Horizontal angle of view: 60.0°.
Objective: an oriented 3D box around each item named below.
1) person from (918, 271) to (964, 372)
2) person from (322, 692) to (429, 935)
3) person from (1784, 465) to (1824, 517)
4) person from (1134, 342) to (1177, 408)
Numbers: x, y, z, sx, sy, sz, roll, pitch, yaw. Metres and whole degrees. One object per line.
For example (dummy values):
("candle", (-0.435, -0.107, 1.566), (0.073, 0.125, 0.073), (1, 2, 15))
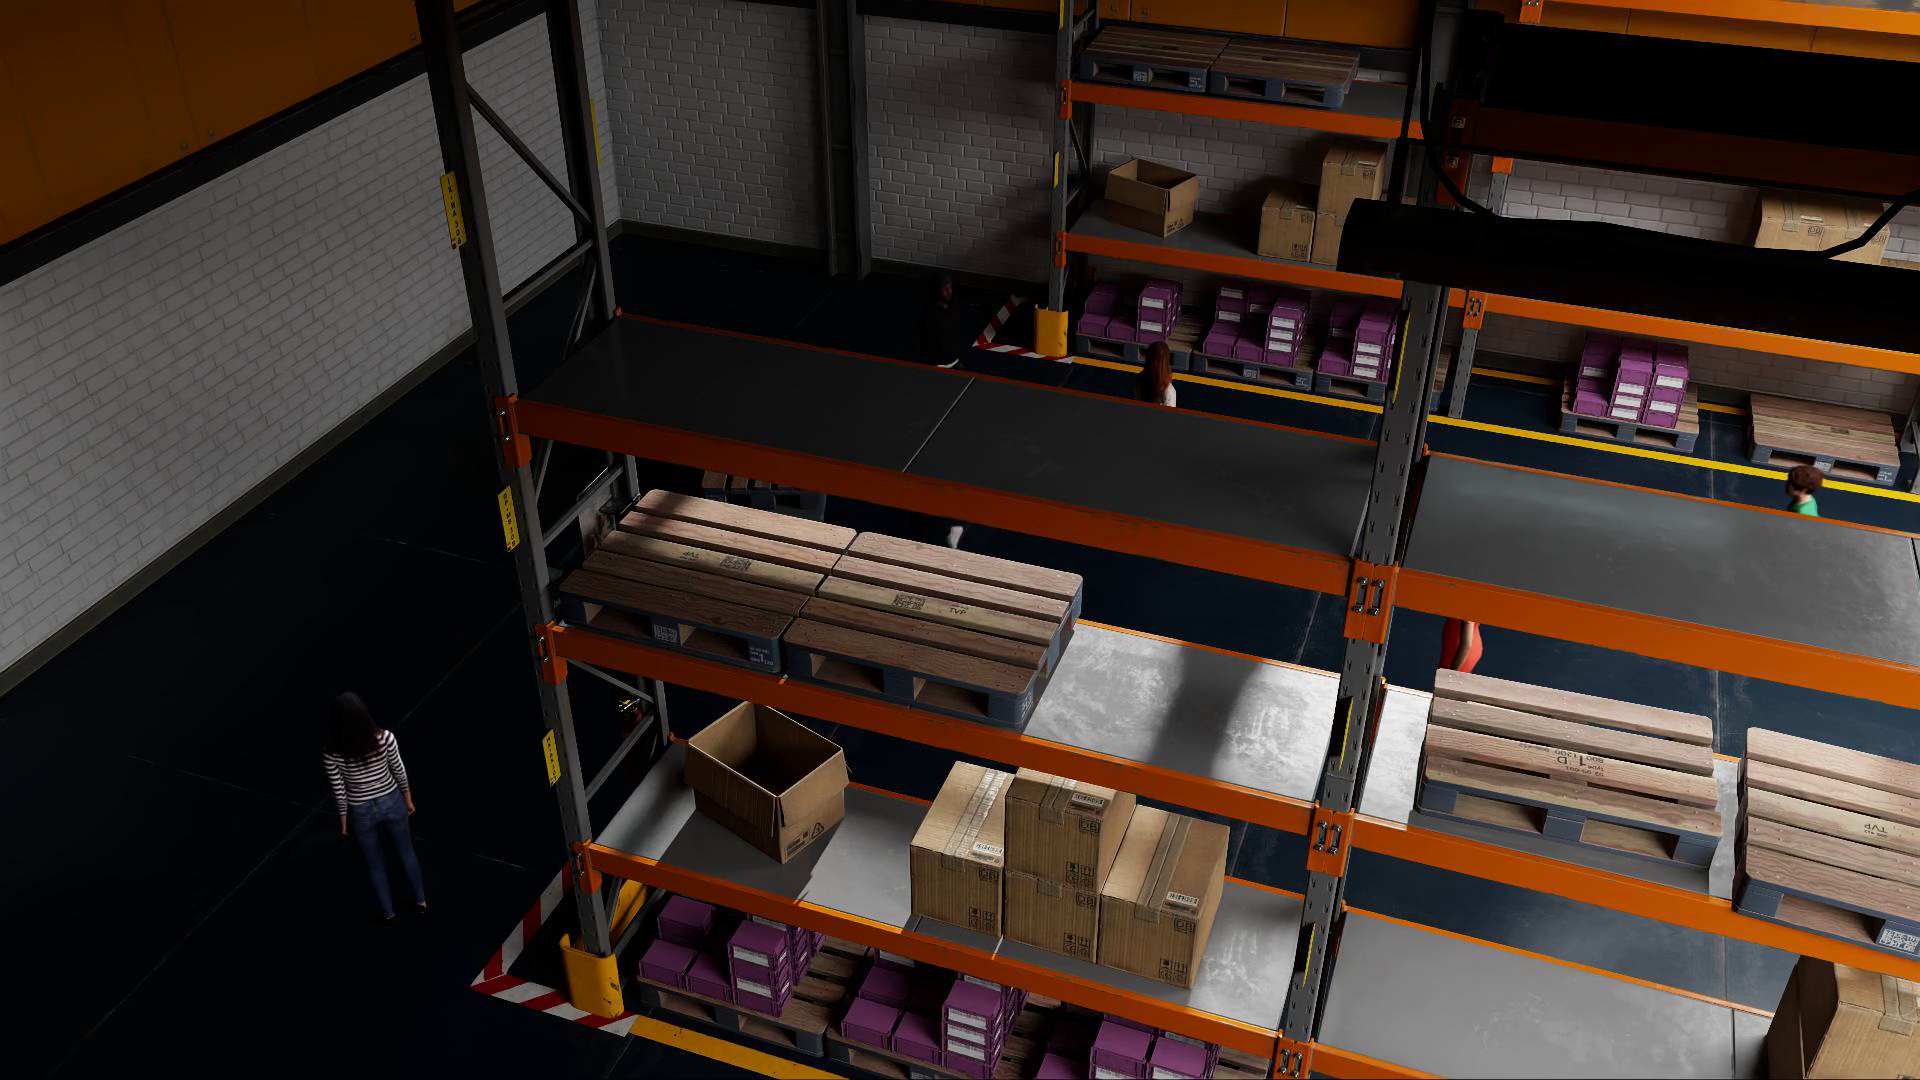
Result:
("person", (-0.243, -1.589, 14.841), (0.933, 1.802, 0.757), (17, 37, 24))
("person", (-3.502, 1.645, 9.981), (0.648, 1.796, 0.690), (-17, 37, -24))
("person", (6.137, 0.170, 12.336), (0.561, 1.645, 0.593), (16, 37, 23))
("person", (1.609, -0.868, 13.823), (0.713, 1.728, 0.600), (-26, 42, -34))
